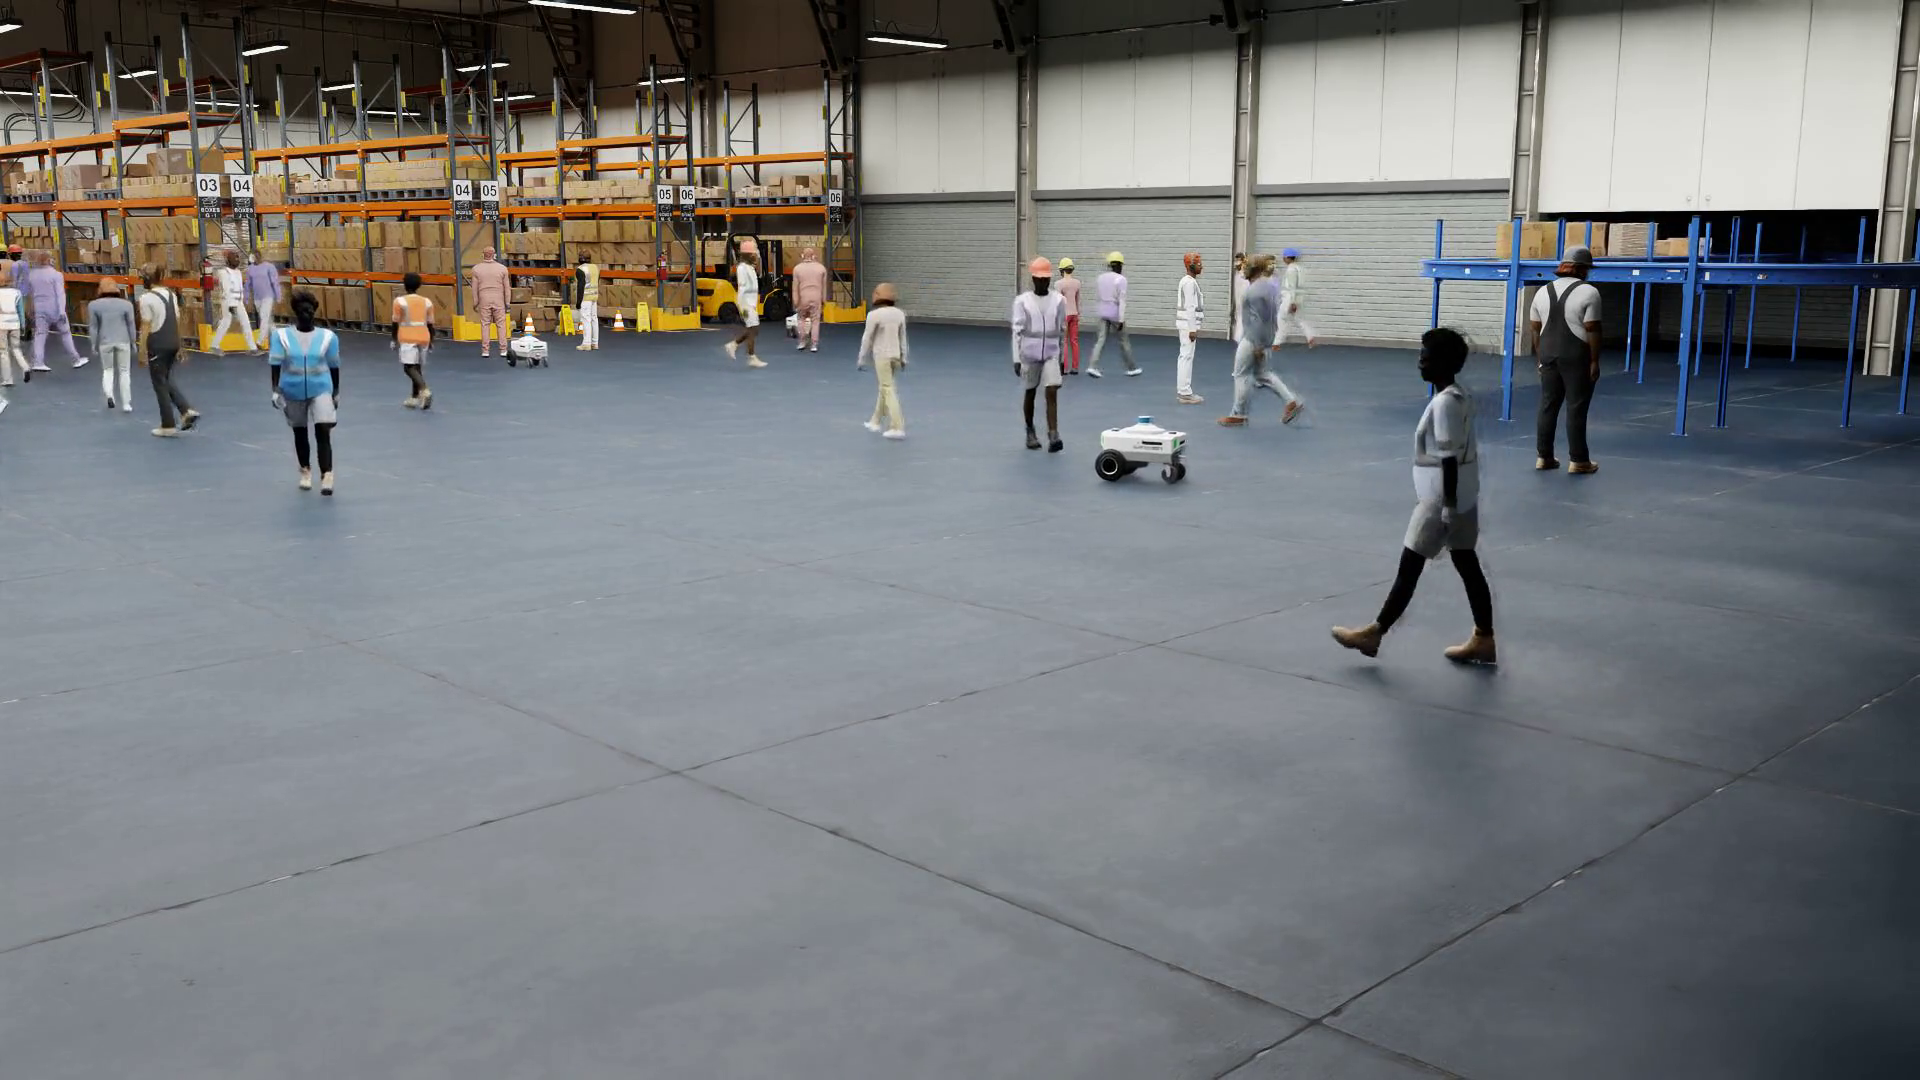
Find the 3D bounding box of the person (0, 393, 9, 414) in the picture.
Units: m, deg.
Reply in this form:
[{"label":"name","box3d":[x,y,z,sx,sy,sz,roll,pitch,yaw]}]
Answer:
[{"label":"person","box3d":[-11.264,-2.189,19.103,0.536,1.620,0.382,6,12,32]}]

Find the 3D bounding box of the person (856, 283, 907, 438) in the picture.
[{"label":"person","box3d":[-0.856,-1.895,17.546,0.791,1.593,0.521,10,14,44]}]

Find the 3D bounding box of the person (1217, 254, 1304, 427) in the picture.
[{"label":"person","box3d":[3.358,-2.209,18.452,0.870,1.912,0.635,4,11,19]}]

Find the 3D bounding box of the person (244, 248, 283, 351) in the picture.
[{"label":"person","box3d":[-12.660,-4.329,30.086,0.639,1.873,1.042,3,11,15]}]

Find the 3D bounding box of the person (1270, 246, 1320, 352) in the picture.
[{"label":"person","box3d":[6.104,-4.396,30.361,0.906,1.914,0.608,4,11,19]}]

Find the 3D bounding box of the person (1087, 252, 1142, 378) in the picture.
[{"label":"person","box3d":[2.289,-3.370,24.904,0.585,1.874,1.014,9,14,42]}]

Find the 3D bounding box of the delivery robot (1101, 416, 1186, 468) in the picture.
[{"label":"delivery robot","box3d":[1.605,-0.841,14.528,0.707,0.478,0.477,4,11,22]}]

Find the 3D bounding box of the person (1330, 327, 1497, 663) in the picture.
[{"label":"person","box3d":[2.297,-0.214,8.230,0.850,1.653,0.552,4,11,21]}]

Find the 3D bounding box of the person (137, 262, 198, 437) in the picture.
[{"label":"person","box3d":[-8.418,-2.001,17.521,0.415,1.828,0.547,2,11,10]}]

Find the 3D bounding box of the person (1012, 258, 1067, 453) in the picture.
[{"label":"person","box3d":[0.788,-1.801,16.262,0.568,1.883,0.984,-2,11,-9]}]

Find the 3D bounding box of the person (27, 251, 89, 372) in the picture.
[{"label":"person","box3d":[-14.218,-3.583,26.068,0.671,1.849,0.984,2,11,12]}]

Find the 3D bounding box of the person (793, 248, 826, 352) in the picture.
[{"label":"person","box3d":[-2.777,-4.393,30.471,0.635,1.869,0.785,-3,11,-14]}]

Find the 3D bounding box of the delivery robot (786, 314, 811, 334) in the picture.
[{"label":"delivery robot","box3d":[-3.352,-4.538,34.690,0.477,0.478,0.707,-5,12,-27]}]

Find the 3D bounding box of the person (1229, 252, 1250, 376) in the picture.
[{"label":"person","box3d":[4.242,-3.375,24.940,0.428,1.853,0.547,-4,11,-21]}]

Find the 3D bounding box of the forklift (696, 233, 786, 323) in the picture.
[{"label":"forklift","box3d":[-5.496,-6.489,41.108,2.313,2.155,1.214,-10,14,-44]}]

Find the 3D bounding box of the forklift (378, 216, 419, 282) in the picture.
[{"label":"forklift","box3d":[-17.868,-9.201,54.028,1.873,2.768,1.129,-10,14,-44]}]

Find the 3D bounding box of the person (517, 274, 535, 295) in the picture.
[{"label":"person","box3d":[-12.535,-7.635,47.962,0.547,1.929,0.389,-7,13,-35]}]

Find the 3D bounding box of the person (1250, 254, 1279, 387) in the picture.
[{"label":"person","box3d":[4.261,-3.079,23.345,0.380,1.845,0.570,10,14,43]}]

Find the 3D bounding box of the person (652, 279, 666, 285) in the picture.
[{"label":"person","box3d":[-7.973,-6.716,43.568,0.862,1.707,0.497,6,12,32]}]

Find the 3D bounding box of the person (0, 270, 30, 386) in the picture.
[{"label":"person","box3d":[-13.396,-2.971,23.364,0.396,1.623,0.518,6,12,31]}]

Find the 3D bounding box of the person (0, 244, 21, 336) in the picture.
[{"label":"person","box3d":[-20.101,-5.265,35.047,0.368,1.927,0.587,10,14,44]}]

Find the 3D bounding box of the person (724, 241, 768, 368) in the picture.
[{"label":"person","box3d":[-3.456,-3.780,26.689,0.657,2.026,0.613,2,11,9]}]

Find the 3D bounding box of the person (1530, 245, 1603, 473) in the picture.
[{"label":"person","box3d":[5.518,-1.625,15.004,0.536,2.000,0.672,-7,13,-34]}]

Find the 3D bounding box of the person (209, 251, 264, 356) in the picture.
[{"label":"person","box3d":[-12.814,-4.152,29.231,0.967,1.844,0.585,2,11,13]}]

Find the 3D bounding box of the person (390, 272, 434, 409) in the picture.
[{"label":"person","box3d":[-6.615,-2.424,20.236,0.761,1.673,0.531,8,13,38]}]

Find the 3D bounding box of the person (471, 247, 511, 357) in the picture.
[{"label":"person","box3d":[-8.158,-4.140,28.972,0.655,1.906,0.407,-2,11,-13]}]

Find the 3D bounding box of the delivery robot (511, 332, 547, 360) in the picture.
[{"label":"delivery robot","box3d":[-7.000,-3.128,27.001,0.477,0.478,0.707,-9,13,-39]}]

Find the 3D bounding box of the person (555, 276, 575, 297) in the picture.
[{"label":"person","box3d":[-10.160,-6.689,43.048,0.635,1.842,0.429,-9,14,-41]}]

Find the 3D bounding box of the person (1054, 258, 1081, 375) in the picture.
[{"label":"person","box3d":[1.610,-3.401,25.326,0.533,1.767,0.323,-8,13,-38]}]

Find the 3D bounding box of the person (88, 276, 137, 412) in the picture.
[{"label":"person","box3d":[-10.160,-2.345,19.978,0.495,1.623,0.366,-3,11,-18]}]

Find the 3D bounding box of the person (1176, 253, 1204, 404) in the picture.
[{"label":"person","box3d":[2.926,-2.694,21.147,0.355,1.883,0.573,0,10,2]}]

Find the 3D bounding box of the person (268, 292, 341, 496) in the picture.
[{"label":"person","box3d":[-5.356,-1.201,13.641,0.545,1.649,0.888,-4,11,-18]}]

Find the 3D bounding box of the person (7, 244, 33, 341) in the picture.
[{"label":"person","box3d":[-18.966,-4.980,33.515,0.390,1.928,0.547,-1,10,-5]}]

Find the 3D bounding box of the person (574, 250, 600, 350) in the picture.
[{"label":"person","box3d":[-6.927,-4.449,30.833,0.429,1.844,0.627,4,11,19]}]
